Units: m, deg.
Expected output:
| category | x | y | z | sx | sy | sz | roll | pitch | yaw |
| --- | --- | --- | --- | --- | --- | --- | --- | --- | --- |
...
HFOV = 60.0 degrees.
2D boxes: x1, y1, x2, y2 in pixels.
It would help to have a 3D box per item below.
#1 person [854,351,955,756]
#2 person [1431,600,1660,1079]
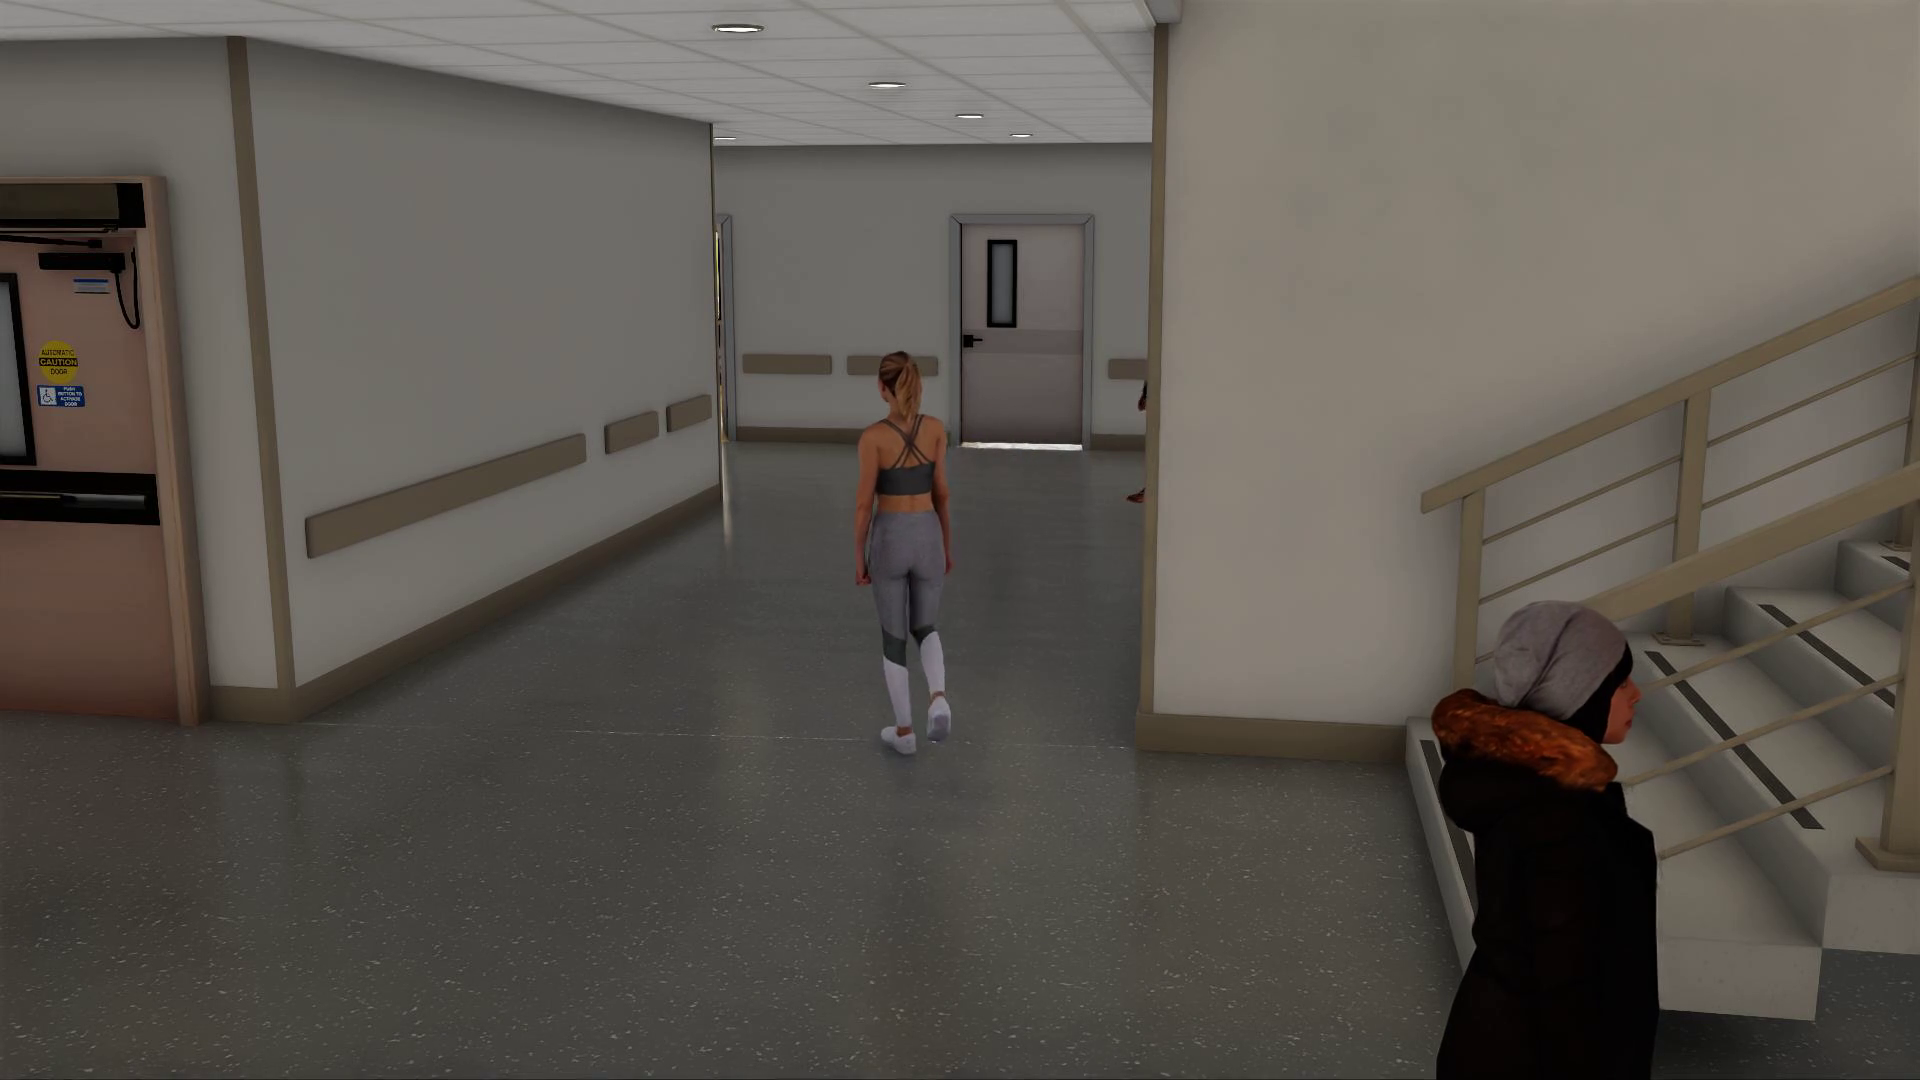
| category | x | y | z | sx | sy | sz | roll | pitch | yaw |
| --- | --- | --- | --- | --- | --- | --- | --- | --- | --- |
| person | -0.189 | 0.082 | 6.879 | 0.792 | 1.693 | 0.830 | -4 | 12 | -21 |
| person | 0.954 | 0.893 | 2.767 | 0.594 | 1.632 | 0.625 | 2 | 11 | 8 |
